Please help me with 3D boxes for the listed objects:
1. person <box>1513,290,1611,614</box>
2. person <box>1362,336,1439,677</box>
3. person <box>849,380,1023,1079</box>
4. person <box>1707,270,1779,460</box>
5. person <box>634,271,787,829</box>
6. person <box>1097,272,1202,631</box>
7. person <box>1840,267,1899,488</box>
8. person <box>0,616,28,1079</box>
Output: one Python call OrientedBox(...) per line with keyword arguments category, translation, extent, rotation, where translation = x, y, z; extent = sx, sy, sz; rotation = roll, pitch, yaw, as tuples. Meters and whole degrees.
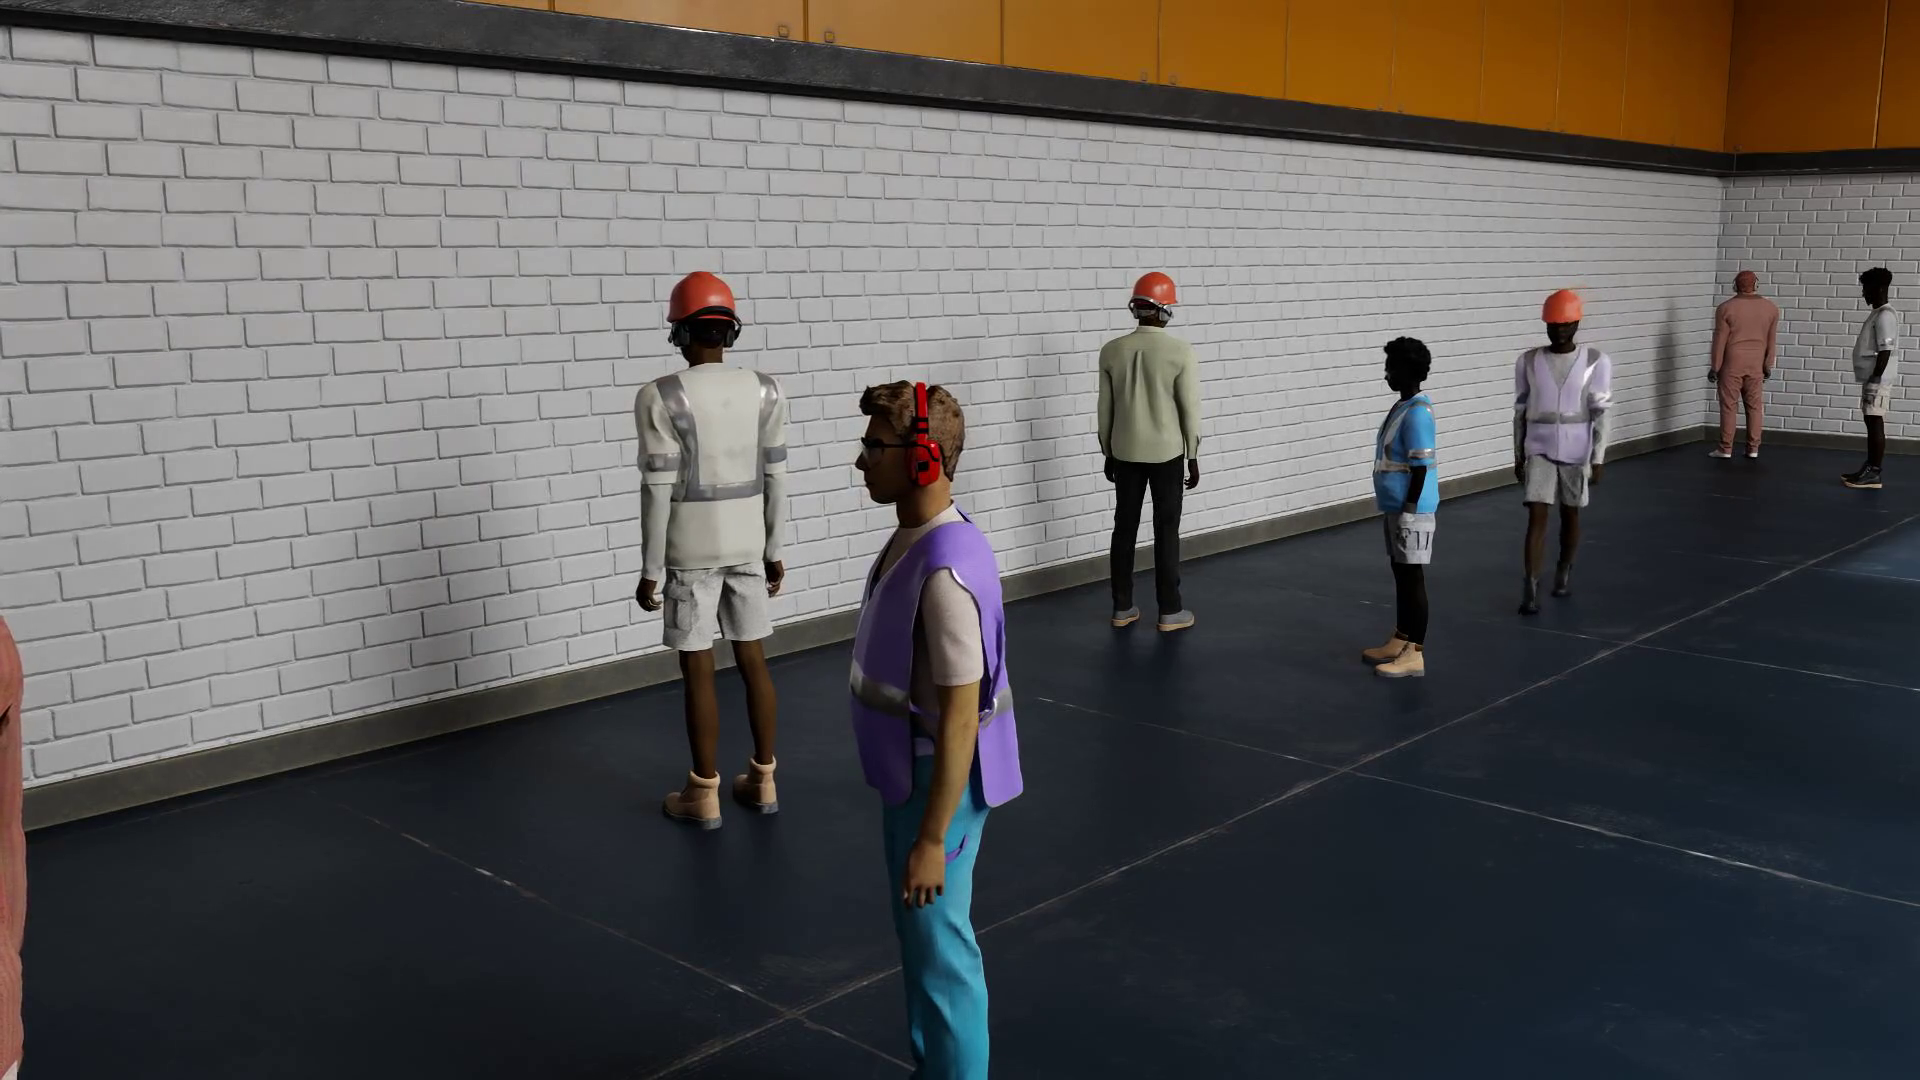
OrientedBox(category="person", translation=(3.548, -0.532, 9.874), extent=(0.548, 1.890, 0.996), rotation=(4, 11, 22))
OrientedBox(category="person", translation=(2.217, -0.165, 8.303), extent=(0.319, 1.696, 0.532), rotation=(1, 10, 5))
OrientedBox(category="person", translation=(-0.066, 0.568, 3.697), extent=(0.390, 1.847, 0.566), rotation=(-2, 10, -10))
OrientedBox(category="person", translation=(7.875, -1.761, 16.798), extent=(0.651, 1.904, 0.402), rotation=(-1, 10, -3))
OrientedBox(category="person", translation=(-0.929, 0.038, 6.157), extent=(0.613, 2.041, 0.393), rotation=(-8, 13, -38))
OrientedBox(category="person", translation=(1.062, -0.487, 9.287), extent=(0.611, 1.995, 0.380), rotation=(5, 11, 28))
OrientedBox(category="person", translation=(8.138, -1.443, 14.828), extent=(0.381, 1.958, 0.603), rotation=(5, 11, 25))
OrientedBox(category="person", translation=(-1.526, 0.738, 2.310), extent=(0.382, 1.995, 0.612), rotation=(1, 10, 5))
